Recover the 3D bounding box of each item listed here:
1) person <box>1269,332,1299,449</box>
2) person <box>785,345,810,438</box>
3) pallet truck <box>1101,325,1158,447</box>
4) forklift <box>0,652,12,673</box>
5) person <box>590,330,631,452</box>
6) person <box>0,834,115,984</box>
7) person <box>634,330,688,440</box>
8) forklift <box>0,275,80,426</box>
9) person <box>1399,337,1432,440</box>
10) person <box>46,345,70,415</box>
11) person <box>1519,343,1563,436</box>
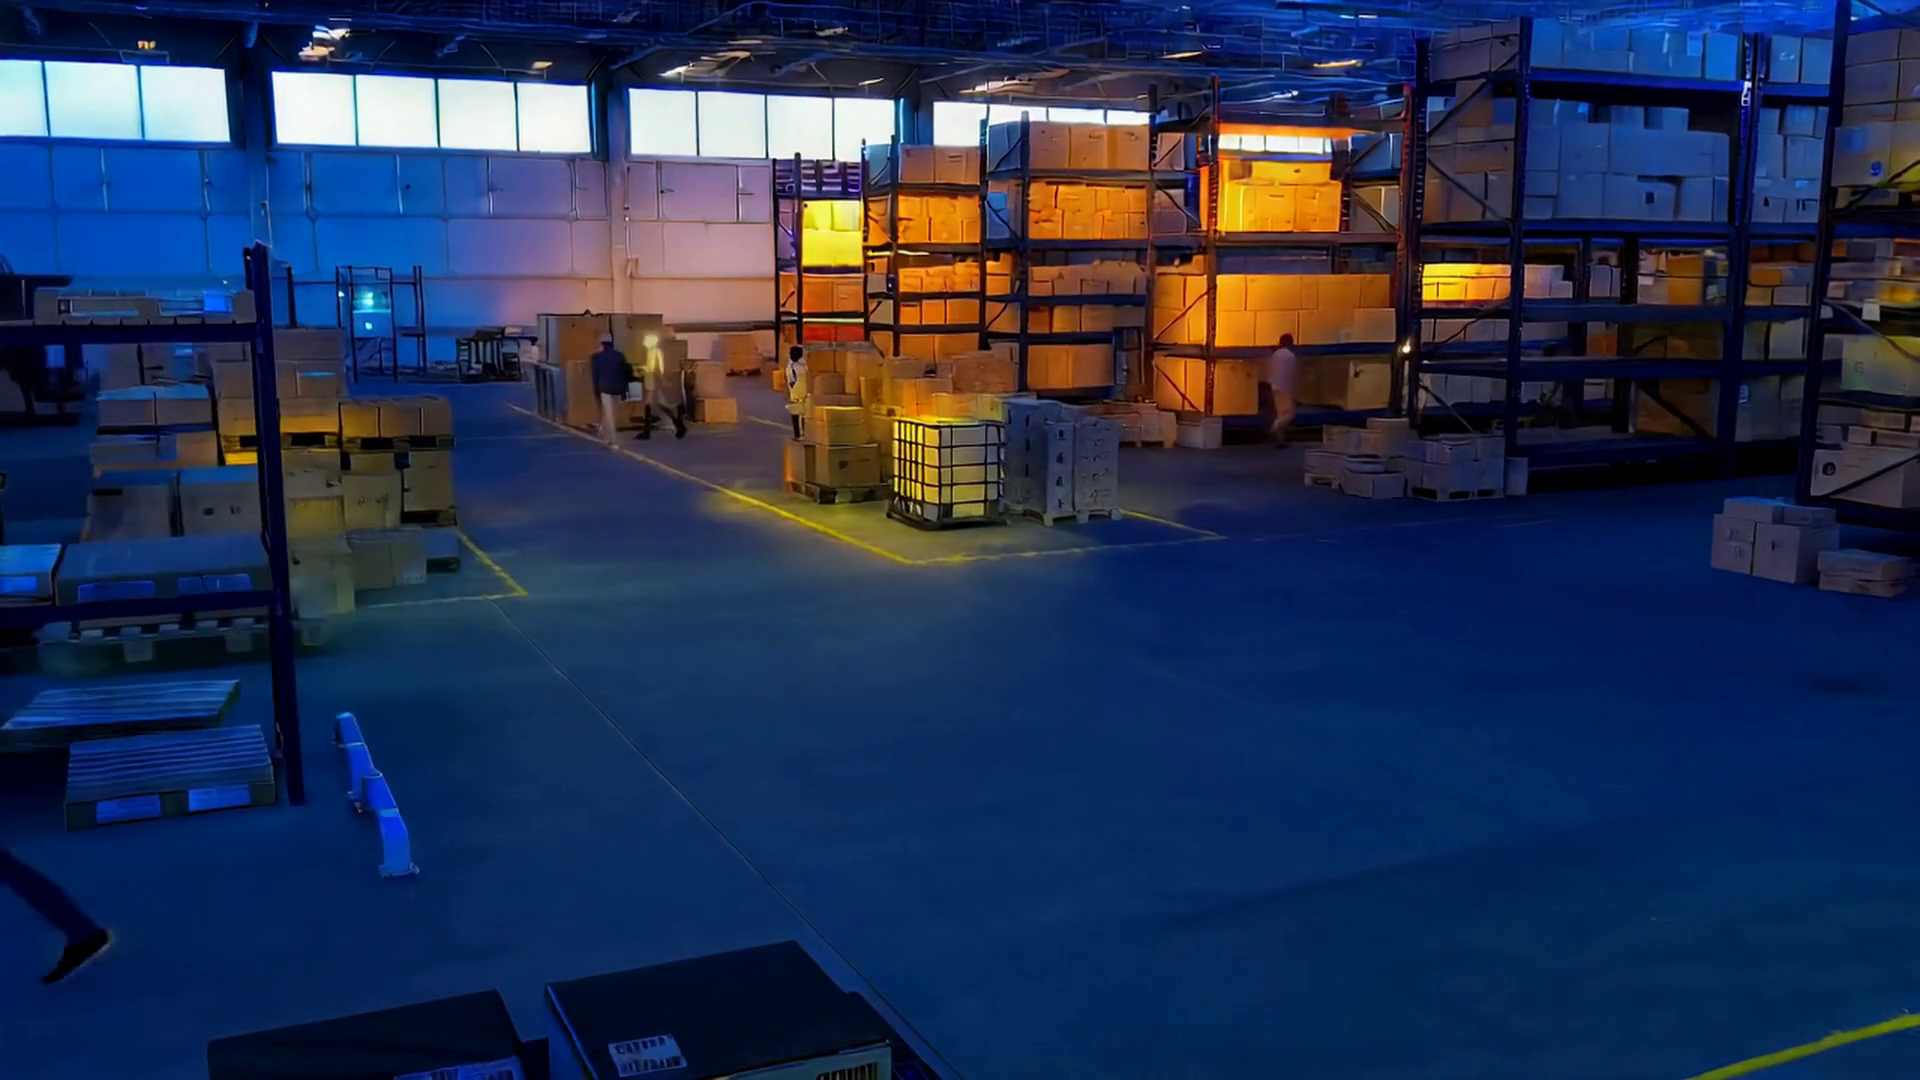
[{"bbox_3d":[5.281,-2.424,27.091,0.428,1.920,0.656,-4,10,-23],"label":"person"},{"bbox_3d":[-2.678,-2.347,27.298,0.316,1.699,0.540,6,11,33],"label":"person"},{"bbox_3d":[2.881,-2.596,27.923,0.823,1.965,1.885,-1,9,-7],"label":"pallet truck"},{"bbox_3d":[-7.860,-0.430,11.757,1.873,2.768,1.129,-4,10,-25],"label":"forklift"},{"bbox_3d":[-5.721,-2.433,27.045,0.607,1.966,0.951,-6,11,-35],"label":"person"},{"bbox_3d":[-3.909,0.938,6.541,0.965,1.830,0.534,-5,10,-28],"label":"person"},{"bbox_3d":[-5.163,-2.659,28.607,0.884,1.914,0.560,1,9,7],"label":"person"},{"bbox_3d":[-17.556,-3.518,30.915,1.873,2.768,1.129,-4,10,-25],"label":"forklift"},{"bbox_3d":[6.658,-2.008,24.464,0.369,1.935,0.552,-5,10,-27],"label":"person"},{"bbox_3d":[-17.983,-3.398,33.126,0.377,1.930,0.626,-4,10,-22],"label":"person"},{"bbox_3d":[10.143,-2.582,28.848,0.819,1.655,0.553,-3,10,-21],"label":"person"}]
